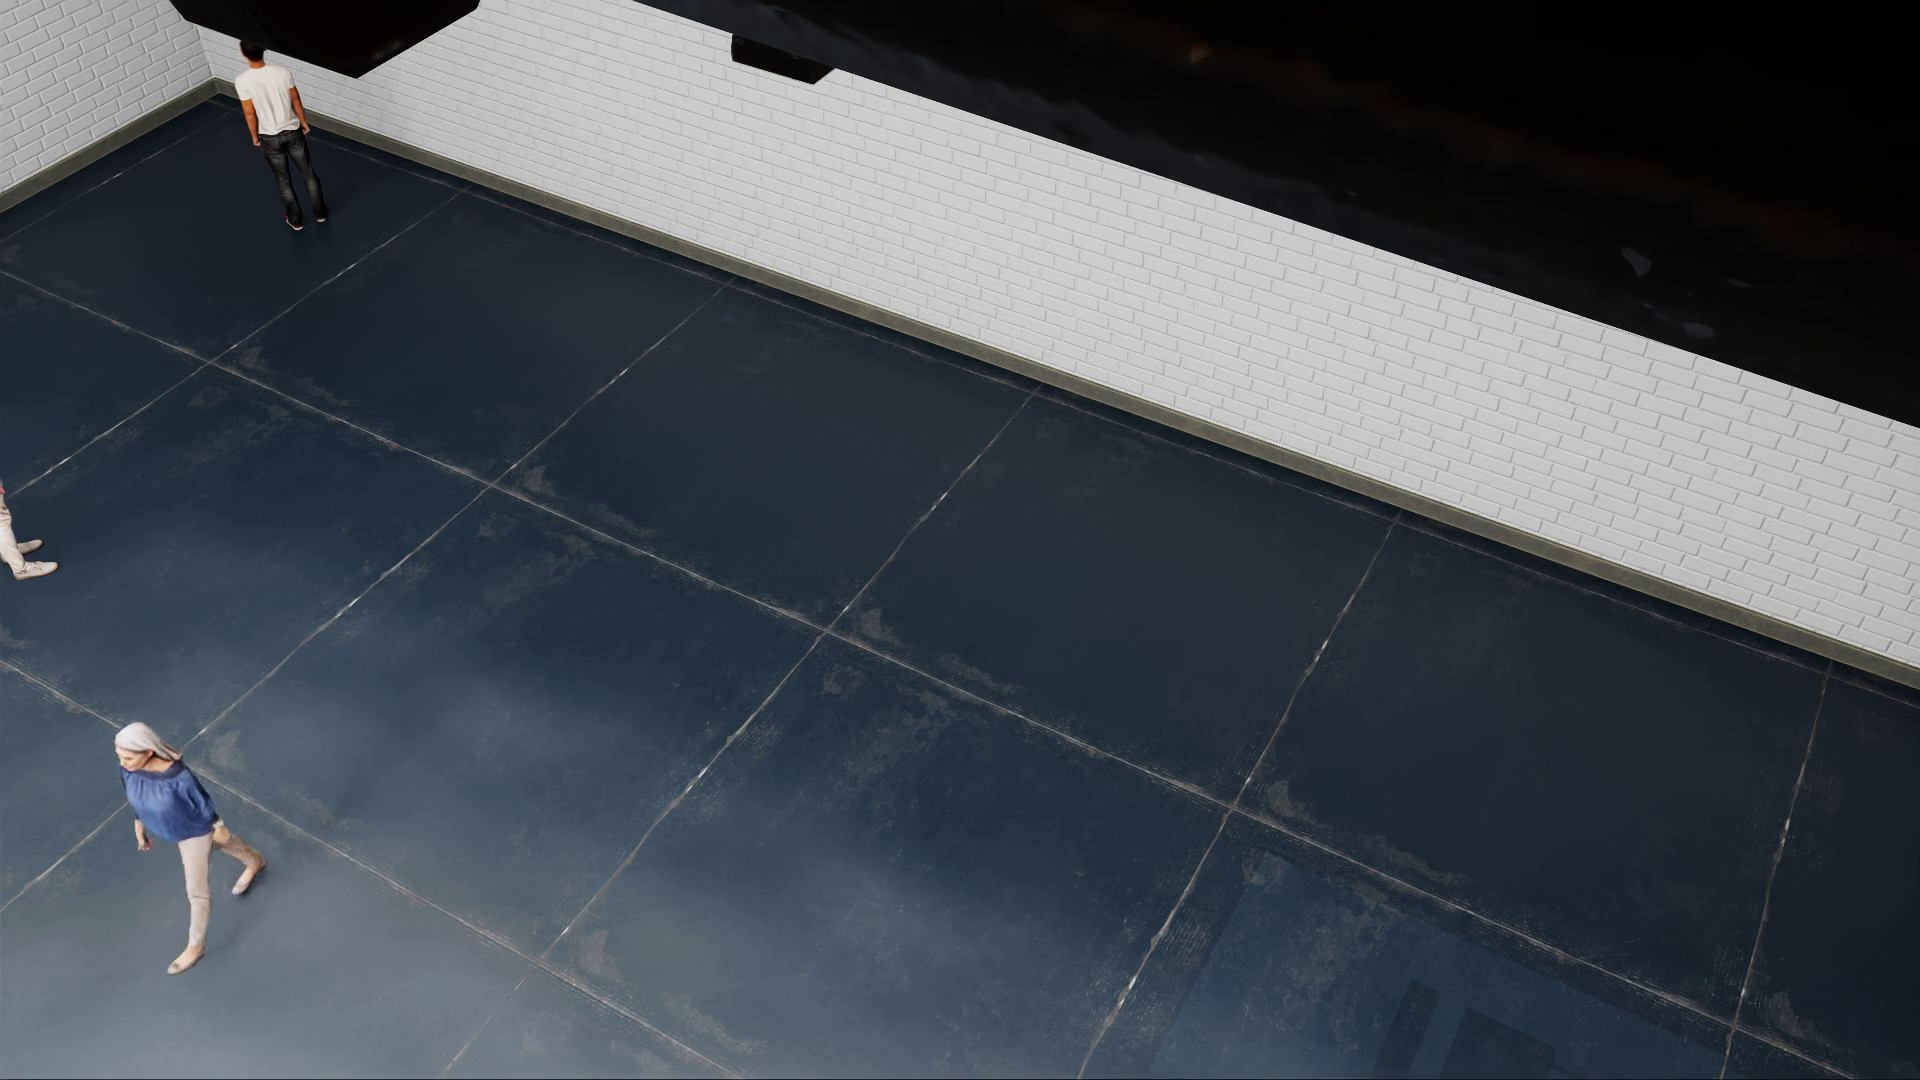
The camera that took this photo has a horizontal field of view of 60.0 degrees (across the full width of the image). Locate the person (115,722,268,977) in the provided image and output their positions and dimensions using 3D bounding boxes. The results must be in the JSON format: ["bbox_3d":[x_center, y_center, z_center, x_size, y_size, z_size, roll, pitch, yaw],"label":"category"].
[{"bbox_3d":[-4.220,1.523,9.235,0.693,1.649,1.118,17,46,17],"label":"person"}]

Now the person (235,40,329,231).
[{"bbox_3d":[-5.914,-3.552,14.451,0.632,1.803,0.776,-24,49,-23],"label":"person"}]
